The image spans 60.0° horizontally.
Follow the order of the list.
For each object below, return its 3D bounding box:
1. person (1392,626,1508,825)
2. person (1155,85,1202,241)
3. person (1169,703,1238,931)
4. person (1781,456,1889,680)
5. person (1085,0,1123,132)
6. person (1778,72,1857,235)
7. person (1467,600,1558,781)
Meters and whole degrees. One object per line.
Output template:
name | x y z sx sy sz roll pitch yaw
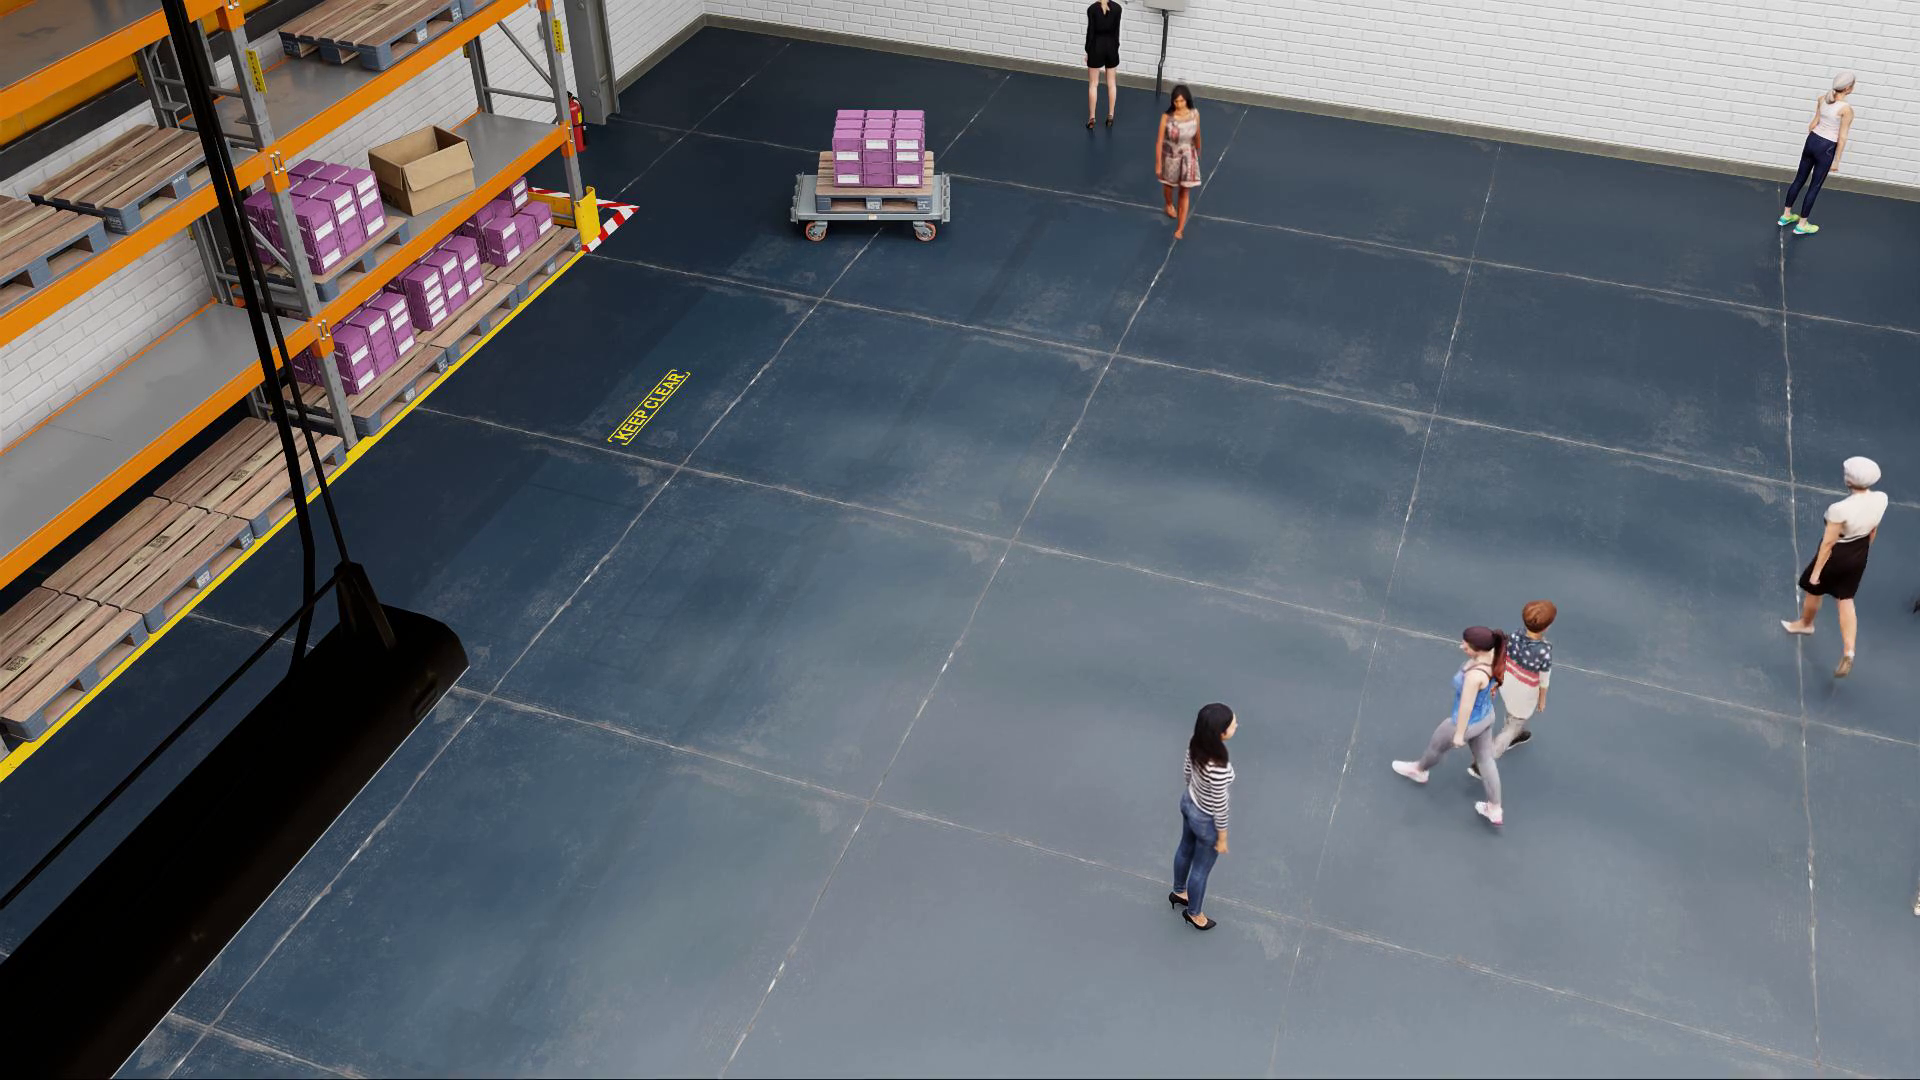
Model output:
person | 3.344 1.197 10.714 1.090 1.564 0.983 -29 47 -31
person | 2.250 -3.964 17.161 0.939 1.583 1.211 -4 39 -5
person | 1.454 1.656 9.952 0.700 1.797 0.609 -11 40 -14
person | 6.298 0.221 11.811 1.018 1.719 1.140 -6 39 -7
person | 1.619 -5.557 19.008 0.652 1.767 0.680 -7 39 -9
person | 8.838 -3.992 17.100 0.739 1.702 0.672 -15 41 -18
person | 3.686 1.015 11.063 1.008 1.413 0.880 -21 43 -25
